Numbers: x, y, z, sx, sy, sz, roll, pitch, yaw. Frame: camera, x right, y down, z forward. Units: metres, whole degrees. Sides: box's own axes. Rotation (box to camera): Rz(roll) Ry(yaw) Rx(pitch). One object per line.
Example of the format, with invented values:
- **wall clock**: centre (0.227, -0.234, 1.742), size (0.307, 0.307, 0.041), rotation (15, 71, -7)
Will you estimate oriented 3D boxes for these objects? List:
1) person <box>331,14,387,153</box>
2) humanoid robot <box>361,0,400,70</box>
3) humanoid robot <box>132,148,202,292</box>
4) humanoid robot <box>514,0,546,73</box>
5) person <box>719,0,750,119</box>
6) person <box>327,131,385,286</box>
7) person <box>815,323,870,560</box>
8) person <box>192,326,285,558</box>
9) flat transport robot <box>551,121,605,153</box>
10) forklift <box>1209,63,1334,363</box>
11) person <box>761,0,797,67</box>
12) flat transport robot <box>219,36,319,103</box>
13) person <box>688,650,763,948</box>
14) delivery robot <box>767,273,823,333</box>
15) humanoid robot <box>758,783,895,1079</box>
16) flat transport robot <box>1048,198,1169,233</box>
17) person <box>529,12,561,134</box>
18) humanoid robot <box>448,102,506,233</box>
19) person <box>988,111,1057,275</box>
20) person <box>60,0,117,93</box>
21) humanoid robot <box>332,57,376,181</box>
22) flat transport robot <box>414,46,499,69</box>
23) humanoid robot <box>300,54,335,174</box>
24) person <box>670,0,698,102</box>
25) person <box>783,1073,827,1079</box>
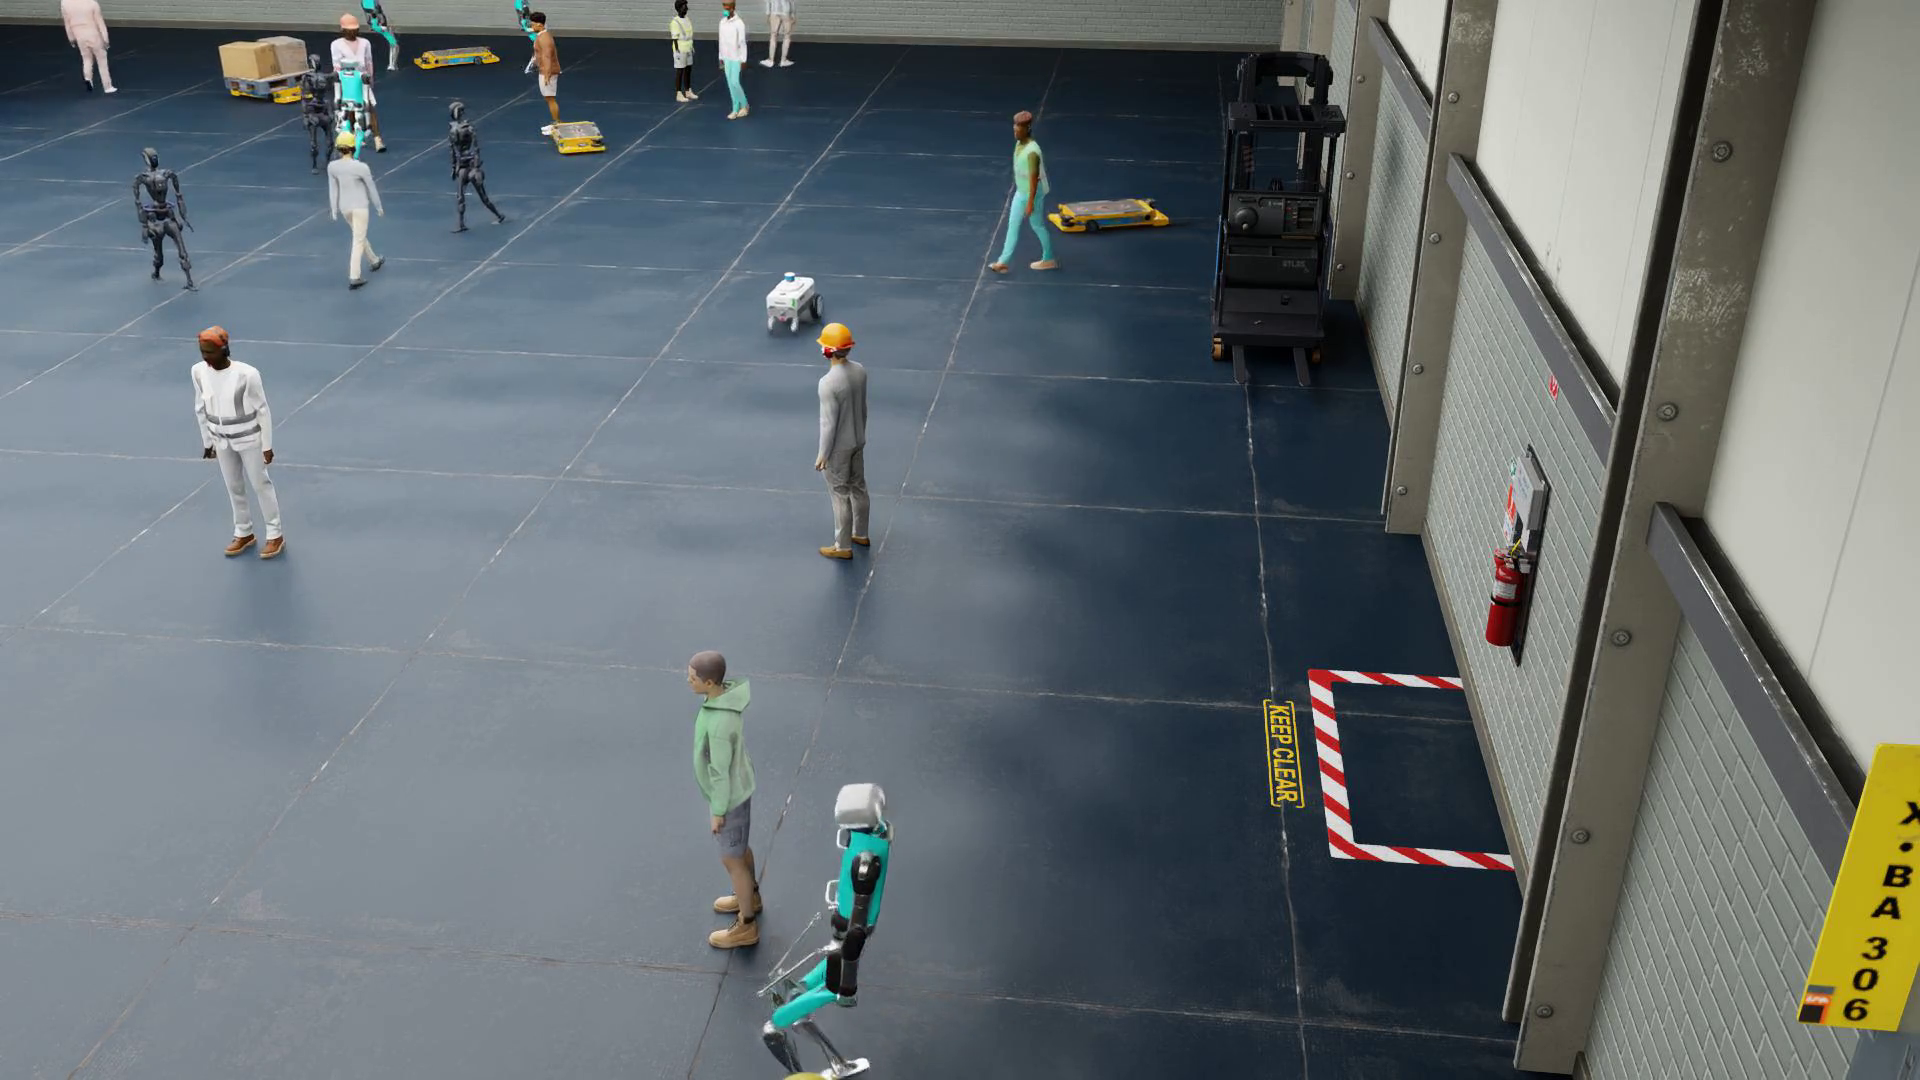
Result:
- **person**: centre (-8.984, -6.805, 24.810), size (0.614, 1.991, 1.041), rotation (-17, 31, -30)
- **humanoid robot**: centre (-10.555, -9.455, 30.473), size (0.542, 1.853, 0.776), rotation (20, 33, 34)
- **humanoid robot**: centre (-9.091, -3.652, 18.913), size (0.761, 1.637, 0.586), rotation (18, 32, 32)
- **humanoid robot**: centre (-7.790, -9.435, 30.340), size (0.907, 1.761, 0.540), rotation (-16, 31, -28)
- **person**: centre (-3.674, -7.737, 26.772), size (0.489, 1.903, 0.432), rotation (19, 32, 33)
- **person**: centre (-6.971, -3.848, 19.202), size (0.540, 1.709, 0.948), rotation (6, 27, 12)
- **person**: centre (-0.920, -0.764, 12.851), size (0.370, 1.894, 0.581), rotation (15, 30, 28)
- **person**: centre (-5.581, -0.755, 12.844), size (0.583, 1.882, 0.337), rotation (5, 27, 9)
- **flat transport robot**: centre (-5.858, -6.174, 25.464), size (0.659, 0.231, 1.431), rotation (-8, 28, -16)
- **forklift**: centre (3.241, -3.477, 17.183), size (1.129, 2.768, 1.873), rotation (3, 27, 6)
- **person**: centre (-3.372, -9.712, 30.775), size (0.710, 1.839, 0.407), rotation (8, 28, 15)
- **flat transport robot**: centre (-11.781, -7.695, 28.500), size (1.431, 0.231, 0.659), rotation (16, 31, 28)
- **person**: centre (-1.231, 1.352, 8.811), size (0.316, 1.733, 0.477), rotation (-3, 27, -7)
- **delivery robot**: centre (-1.823, -2.598, 17.995), size (0.499, 0.586, 0.773), rotation (6, 27, 12)
- **humanoid robot**: centre (-0.674, 1.905, 7.685), size (0.751, 1.761, 0.538), rotation (0, 27, 0)
- **flat transport robot**: centre (1.919, -4.195, 21.514), size (1.431, 0.231, 0.659), rotation (-6, 27, -13)
- **person**: centre (-6.425, -7.282, 25.922), size (0.412, 1.843, 0.794), rotation (-8, 28, -16)
- **humanoid robot**: centre (-6.188, -4.739, 21.098), size (0.601, 1.646, 0.768), rotation (19, 32, 33)
- **person**: centre (0.760, -4.016, 19.304), size (0.984, 1.918, 0.506), rotation (-12, 29, -23)
- **person**: centre (-14.942, -8.612, 28.526), size (0.685, 1.884, 0.488), rotation (-2, 27, -3)
- **humanoid robot**: centre (-8.438, -5.649, 22.855), size (0.534, 1.769, 0.994), rotation (3, 27, 6)
- **flat transport robot**: centre (-9.442, -9.042, 31.190), size (1.431, 0.231, 0.659), rotation (-14, 30, -26)
- **humanoid robot**: centre (-9.139, -6.079, 23.711), size (0.316, 1.643, 0.602), rotation (18, 32, 31)
- **person**: centre (-4.661, -8.261, 28.043), size (0.322, 1.688, 0.528), rotation (11, 29, 21)
- **person**: centre (-0.488, 2.669, 6.169), size (0.450, 1.737, 0.597), rotation (-21, 33, -36)
